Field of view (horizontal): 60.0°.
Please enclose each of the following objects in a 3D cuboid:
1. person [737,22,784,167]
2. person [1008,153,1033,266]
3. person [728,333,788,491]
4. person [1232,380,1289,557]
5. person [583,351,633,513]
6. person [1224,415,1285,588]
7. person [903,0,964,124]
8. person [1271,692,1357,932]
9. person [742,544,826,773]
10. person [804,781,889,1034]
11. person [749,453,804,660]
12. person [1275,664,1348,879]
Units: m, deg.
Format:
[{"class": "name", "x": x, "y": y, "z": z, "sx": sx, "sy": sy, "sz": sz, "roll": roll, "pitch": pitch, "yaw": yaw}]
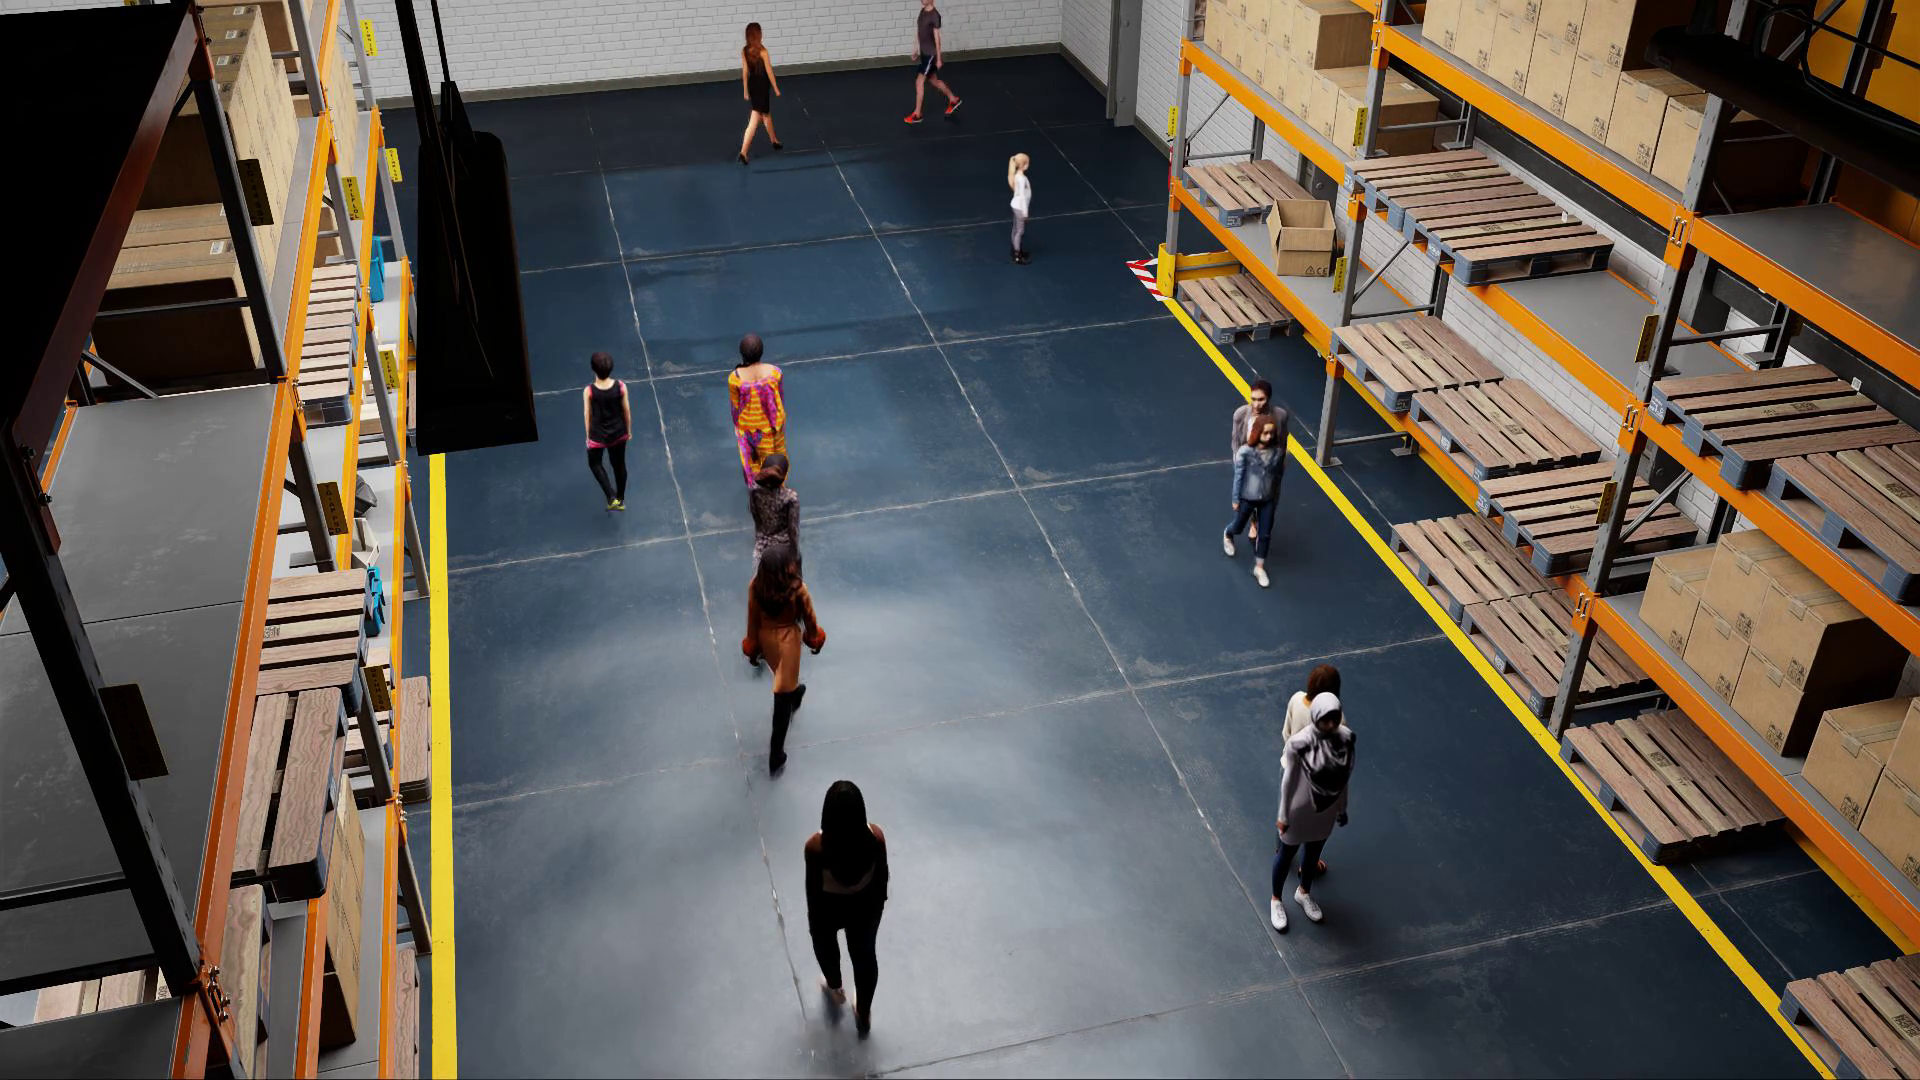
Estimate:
[{"class": "person", "x": -2.630, "y": -5.662, "z": 21.351, "sx": 1.129, "sy": 1.785, "sz": 1.112, "roll": 21, "pitch": 39, "yaw": 29}, {"class": "person", "x": 0.670, "y": -3.804, "z": 19.016, "sx": 0.573, "sy": 1.276, "sz": 0.467, "roll": -3, "pitch": 34, "yaw": -4}, {"class": "person", "x": -1.735, "y": -1.018, "z": 14.478, "sx": 0.723, "sy": 1.659, "sz": 1.066, "roll": -4, "pitch": 34, "yaw": -7}, {"class": "person", "x": 2.508, "y": -0.651, "z": 13.945, "sx": 0.787, "sy": 1.637, "sz": 0.855, "roll": 7, "pitch": 34, "yaw": 10}, {"class": "person", "x": -3.038, "y": -0.897, "z": 14.401, "sx": 0.631, "sy": 1.542, "sz": 0.711, "roll": -15, "pitch": 36, "yaw": -21}, {"class": "person", "x": 2.409, "y": -0.370, "z": 13.676, "sx": 0.652, "sy": 1.468, "sz": 0.900, "roll": -7, "pitch": 34, "yaw": -11}, {"class": "person", "x": -0.347, "y": -6.665, "z": 22.834, "sx": 0.803, "sy": 1.815, "sz": 1.133, "roll": -13, "pitch": 36, "yaw": -18}, {"class": "person", "x": 2.175, "y": 1.664, "z": 10.338, "sx": 0.609, "sy": 1.775, "sz": 0.521, "roll": -7, "pitch": 34, "yaw": -11}, {"class": "person", "x": -1.267, "y": 0.848, "z": 11.670, "sx": 1.079, "sy": 1.660, "sz": 1.312, "roll": 7, "pitch": 34, "yaw": 11}, {"class": "person", "x": -0.632, "y": 2.171, "z": 9.558, "sx": 0.653, "sy": 1.795, "sz": 0.710, "roll": -7, "pitch": 34, "yaw": -11}, {"class": "person", "x": -1.443, "y": 0.148, "z": 12.701, "sx": 0.917, "sy": 1.684, "sz": 1.187, "roll": 6, "pitch": 34, "yaw": 9}, {"class": "person", "x": 2.246, "y": 1.482, "z": 10.696, "sx": 0.755, "sy": 1.683, "sz": 0.638, "roll": -28, "pitch": 43, "yaw": -35}]
